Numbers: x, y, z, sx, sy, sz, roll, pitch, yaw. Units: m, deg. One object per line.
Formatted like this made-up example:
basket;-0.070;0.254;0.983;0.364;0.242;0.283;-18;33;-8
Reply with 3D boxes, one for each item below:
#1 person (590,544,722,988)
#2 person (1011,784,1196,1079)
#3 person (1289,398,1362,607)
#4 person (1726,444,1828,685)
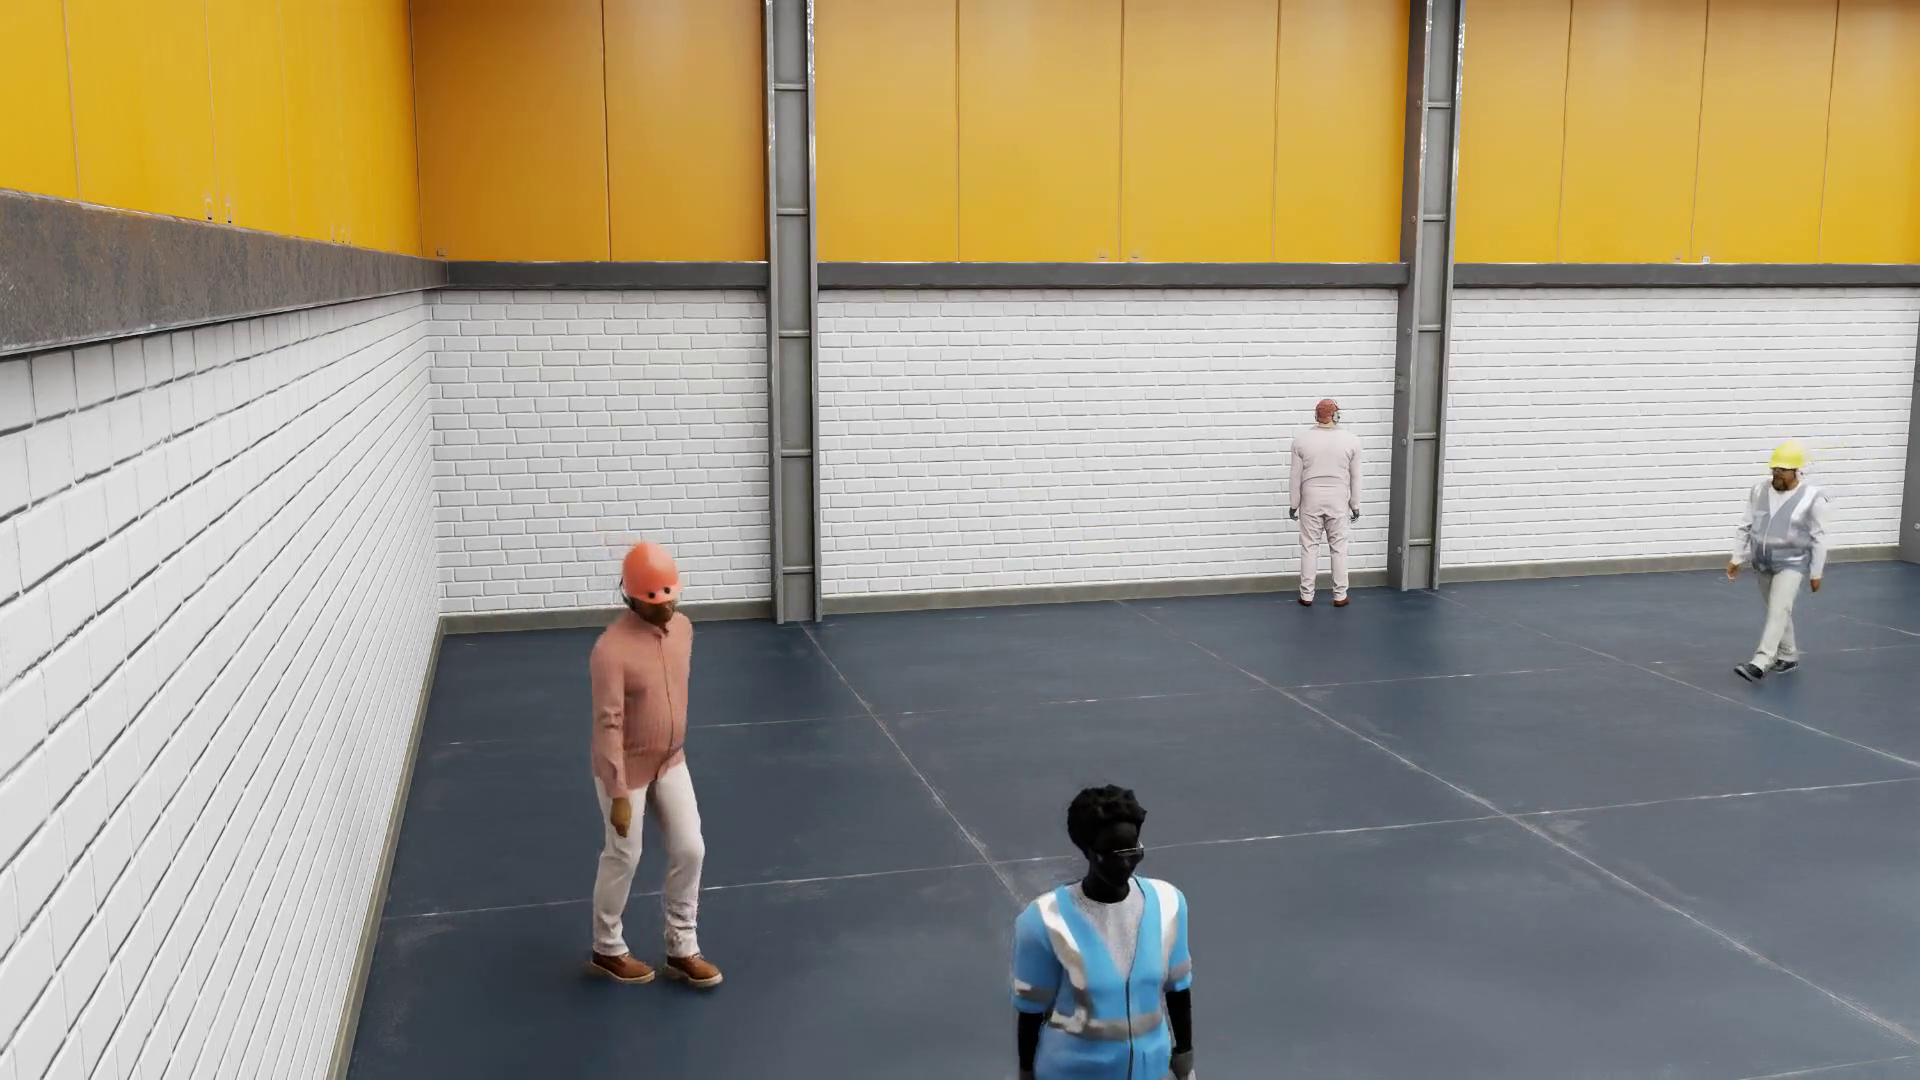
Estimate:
person;-1.309;0.958;6.928;0.728;1.941;0.643;6;11;33
person;0.380;1.462;4.677;0.537;1.664;0.844;-4;10;-24
person;3.324;-0.338;15.155;0.649;1.904;0.401;2;9;12
person;6.031;0.173;12.351;0.947;1.774;0.597;-5;11;-30
